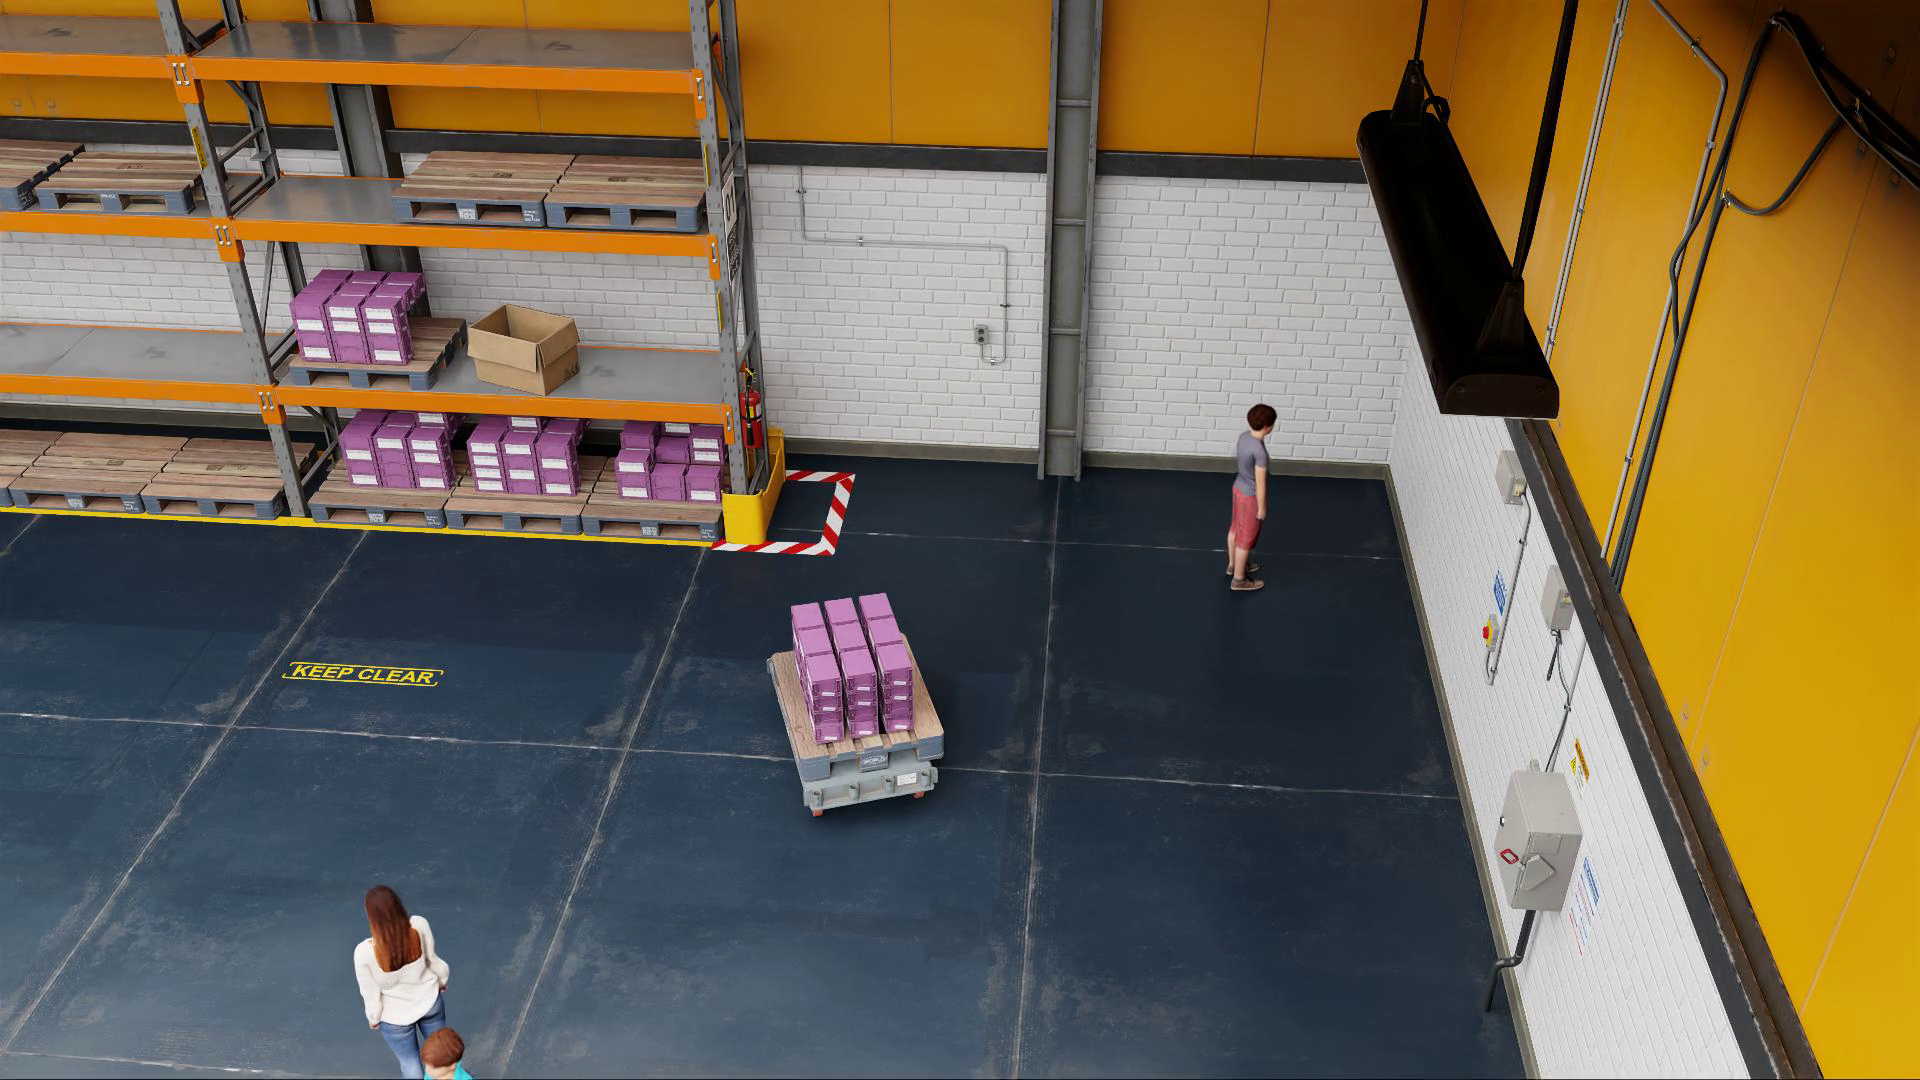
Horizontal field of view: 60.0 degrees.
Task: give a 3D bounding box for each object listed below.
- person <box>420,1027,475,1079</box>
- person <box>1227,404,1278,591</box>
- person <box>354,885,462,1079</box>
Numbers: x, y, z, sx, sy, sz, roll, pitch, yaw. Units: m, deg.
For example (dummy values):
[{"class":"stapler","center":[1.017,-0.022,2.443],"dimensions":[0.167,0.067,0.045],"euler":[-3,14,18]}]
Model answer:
[{"class":"person","center":[-2.501,3.004,8.632],"dimensions":[0.949,1.412,0.930],"euler":[25,41,32]},{"class":"person","center":[2.331,-0.347,13.457],"dimensions":[0.634,1.652,0.637],"euler":[-6,34,-8]},{"class":"person","center":[-3.009,2.529,9.094],"dimensions":[0.700,1.693,0.757],"euler":[-26,41,-33]}]
